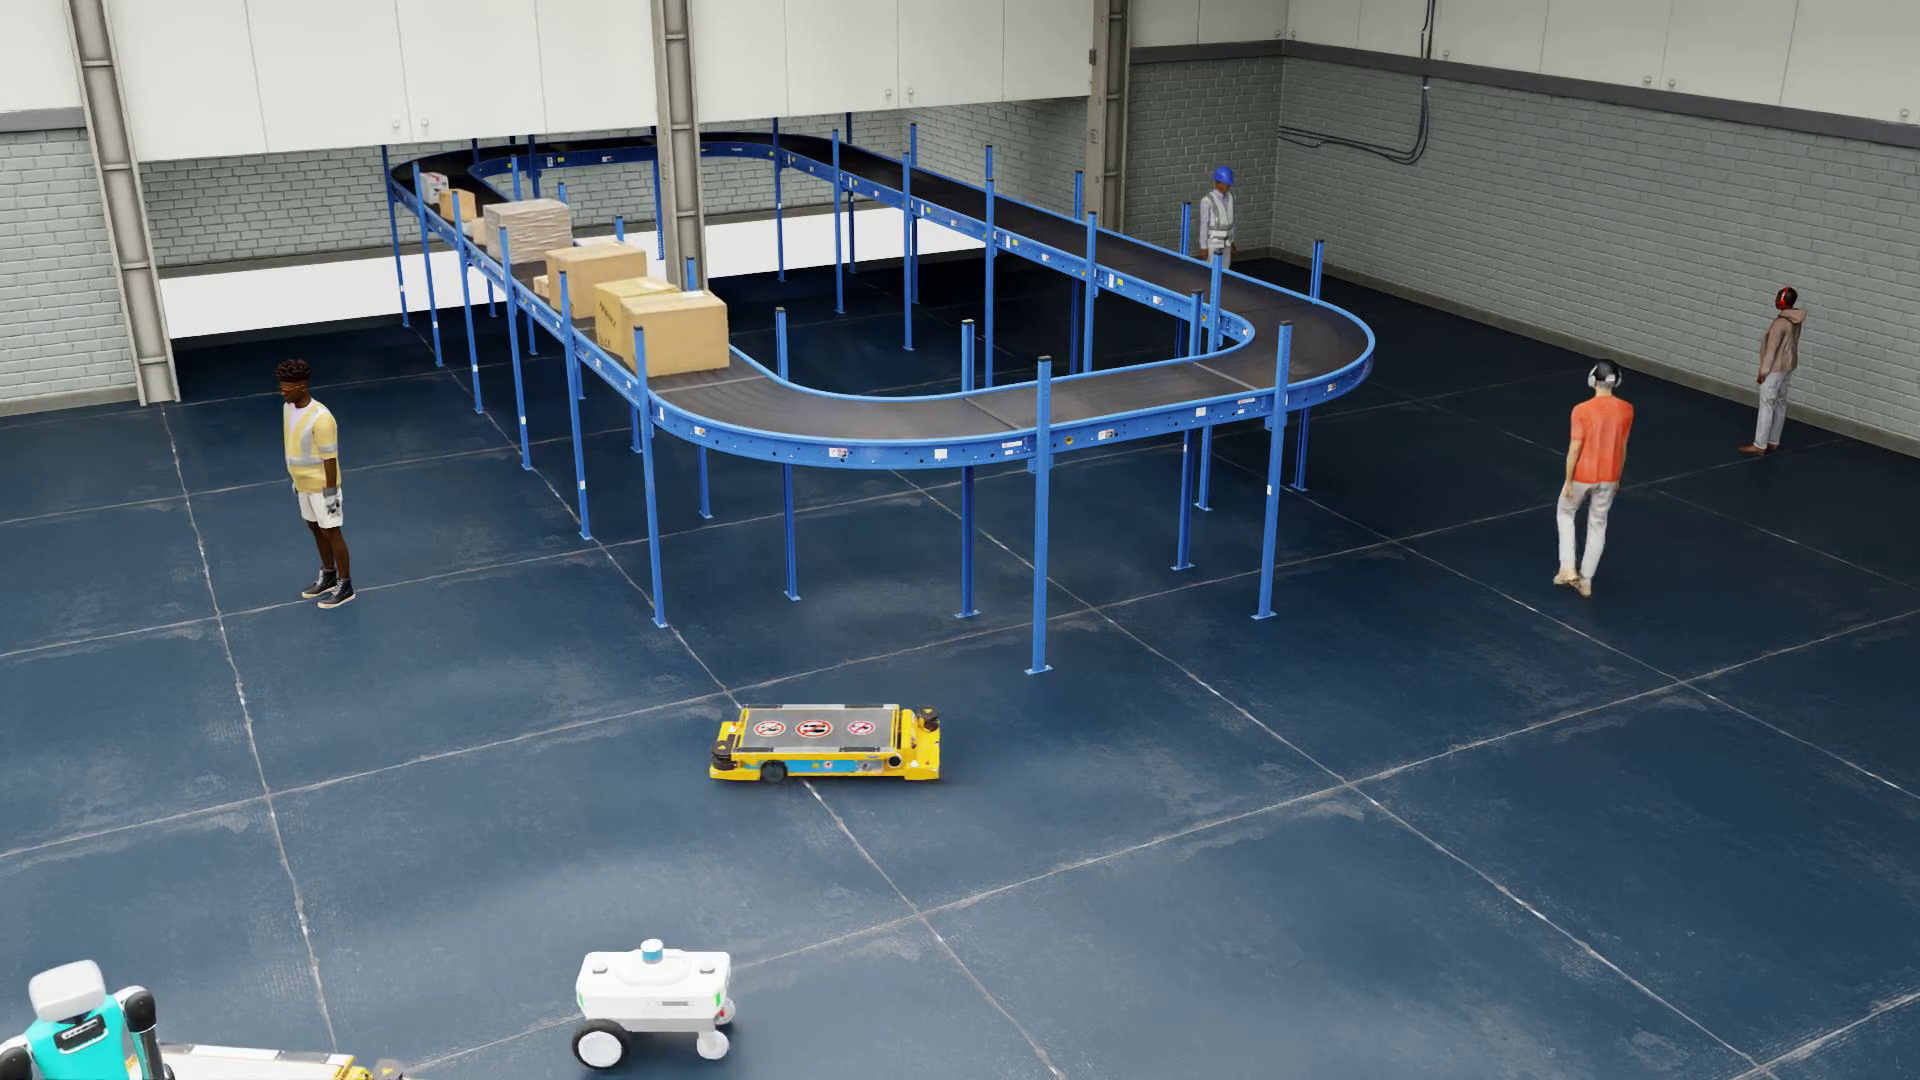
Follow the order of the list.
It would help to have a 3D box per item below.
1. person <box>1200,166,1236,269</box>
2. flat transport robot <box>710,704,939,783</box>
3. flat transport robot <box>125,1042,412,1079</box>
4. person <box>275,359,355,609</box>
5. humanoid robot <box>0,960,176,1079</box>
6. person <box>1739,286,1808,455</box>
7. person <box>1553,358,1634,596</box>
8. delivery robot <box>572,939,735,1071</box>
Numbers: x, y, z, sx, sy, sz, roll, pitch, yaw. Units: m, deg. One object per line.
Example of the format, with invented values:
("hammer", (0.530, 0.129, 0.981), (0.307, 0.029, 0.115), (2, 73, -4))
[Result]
("person", (3.239, -3.721, 20.857), (0.609, 1.936, 0.417), (-18, 28, -38))
("flat transport robot", (-0.848, 1.301, 10.660), (1.431, 0.231, 0.659), (0, 22, 0))
("flat transport robot", (-3.283, 2.589, 7.476), (1.431, 0.231, 0.659), (2, 22, 5))
("person", (-4.938, -0.444, 12.727), (0.600, 1.958, 0.372), (19, 29, 39))
("humanoid robot", (-2.970, 2.377, 5.981), (0.544, 1.754, 0.679), (-20, 29, -40))
("person", (7.895, -1.630, 16.066), (0.464, 1.647, 0.318), (-16, 27, -34))
("person", (4.918, -0.491, 12.931), (0.485, 1.895, 0.450), (1, 22, 3))
("delivery robot", (-1.486, 2.204, 8.038), (0.775, 0.589, 0.499), (0, 22, 0))
